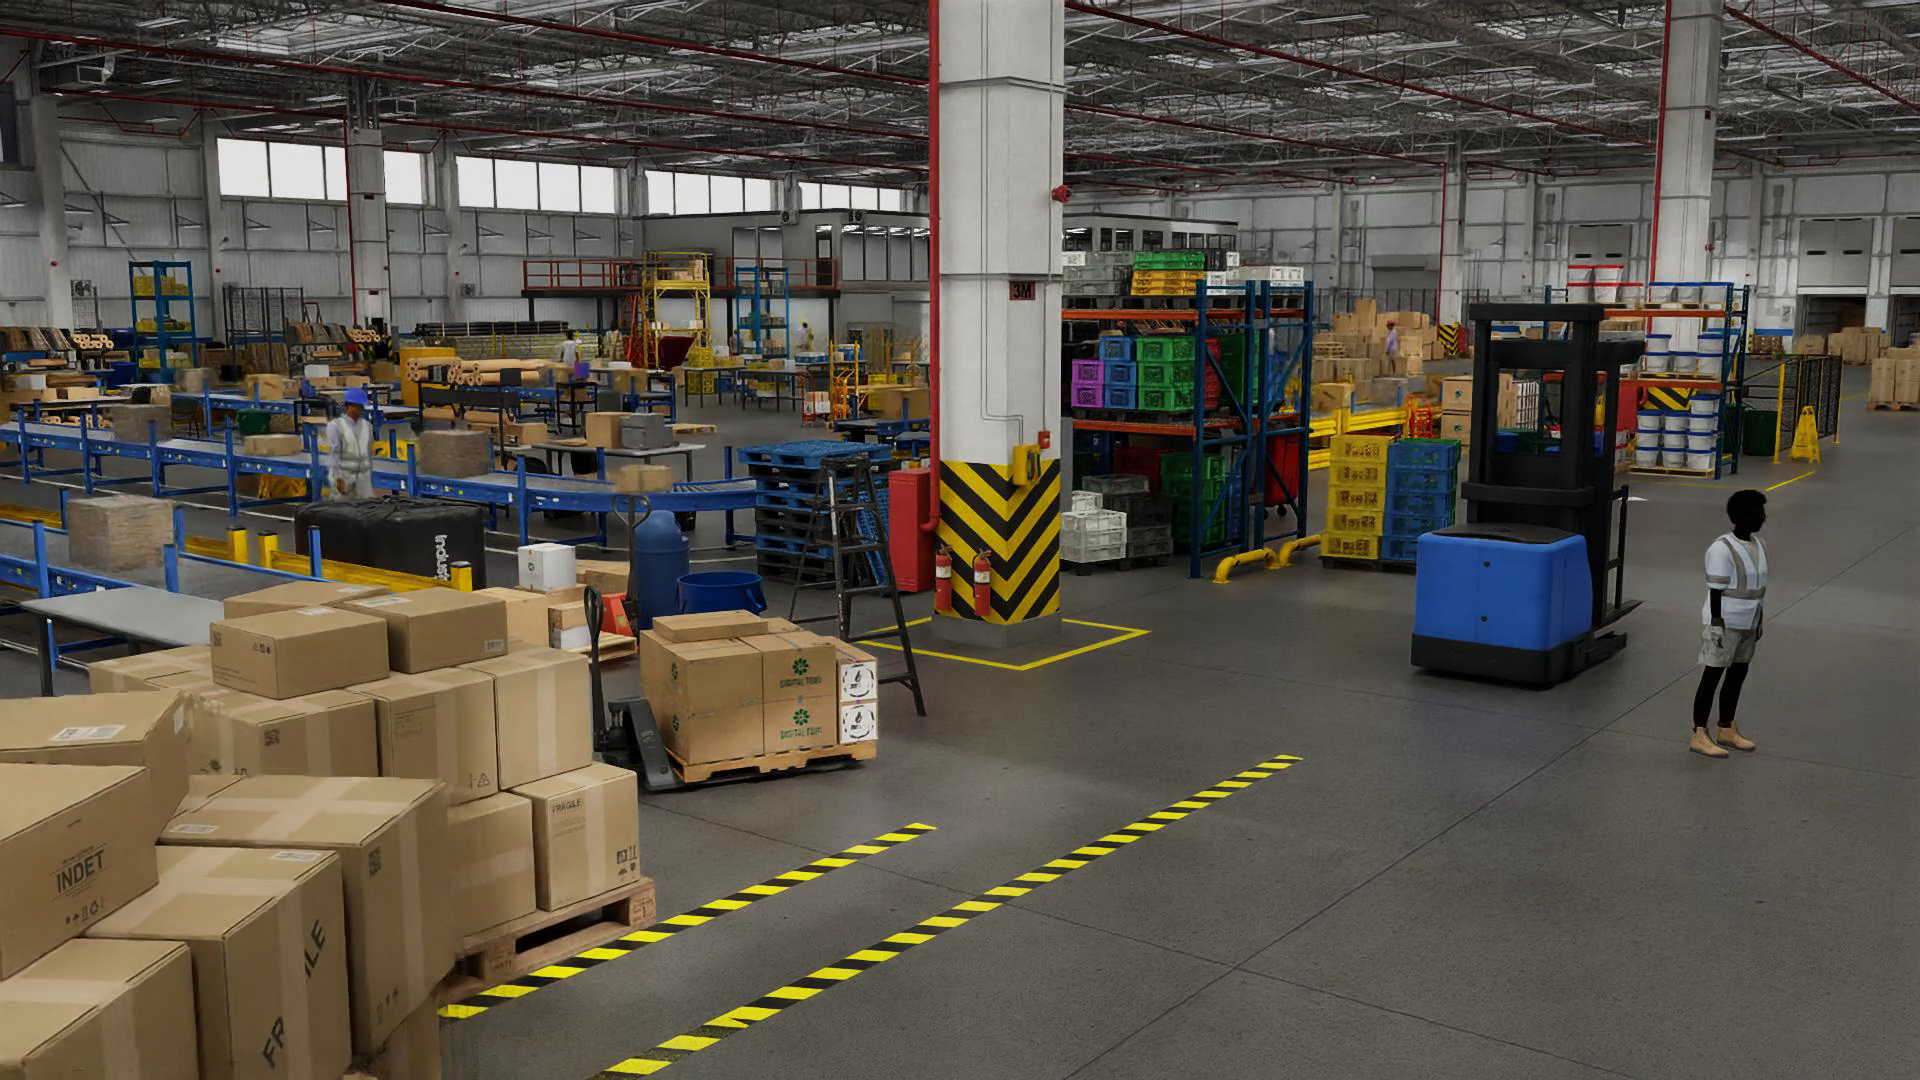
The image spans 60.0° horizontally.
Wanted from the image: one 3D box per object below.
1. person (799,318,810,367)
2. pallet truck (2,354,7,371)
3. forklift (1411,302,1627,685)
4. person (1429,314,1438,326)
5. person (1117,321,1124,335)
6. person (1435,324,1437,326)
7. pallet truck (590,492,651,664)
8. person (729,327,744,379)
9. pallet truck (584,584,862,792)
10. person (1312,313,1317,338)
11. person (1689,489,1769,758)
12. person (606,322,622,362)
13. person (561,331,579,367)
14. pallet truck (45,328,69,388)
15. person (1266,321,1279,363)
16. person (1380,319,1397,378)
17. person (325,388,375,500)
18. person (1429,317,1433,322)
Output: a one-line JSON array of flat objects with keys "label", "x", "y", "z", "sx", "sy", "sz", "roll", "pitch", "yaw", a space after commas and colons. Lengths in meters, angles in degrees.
[{"label": "person", "x": -6.056, "y": -7.709, "z": 65.092, "sx": 0.414, "sy": 1.913, "sz": 0.613, "roll": 7, "pitch": 11, "yaw": 38}, {"label": "pallet truck", "x": -24.881, "y": -4.417, "z": 42.634, "sx": 1.885, "sy": 1.965, "sz": 0.823, "roll": 8, "pitch": 11, "yaw": 41}, {"label": "forklift", "x": 4.379, "y": -0.438, "z": 12.852, "sx": 1.129, "sy": 2.768, "sz": 1.873, "roll": 7, "pitch": 11, "yaw": 37}, {"label": "person", "x": 22.453, "y": -9.737, "z": 78.747, "sx": 0.592, "sy": 1.922, "sz": 0.379, "roll": -5, "pitch": 10, "yaw": -30}, {"label": "person", "x": 5.609, "y": -6.739, "z": 58.497, "sx": 0.364, "sy": 1.936, "sz": 0.542, "roll": 5, "pitch": 10, "yaw": 31}, {"label": "person", "x": 22.402, "y": -9.532, "z": 77.498, "sx": 0.556, "sy": 1.879, "sz": 0.977, "roll": 8, "pitch": 12, "yaw": 43}, {"label": "pallet truck", "x": -3.115, "y": 0.344, "z": 12.883, "sx": 0.653, "sy": 1.274, "sz": 1.630, "roll": 7, "pitch": 11, "yaw": 37}, {"label": "person", "x": -7.521, "y": -6.292, "z": 56.086, "sx": 0.526, "sy": 1.761, "sz": 0.333, "roll": 1, "pitch": 8, "yaw": 5}, {"label": "pallet truck", "x": -1.426, "y": 0.805, "z": 10.019, "sx": 1.601, "sy": 1.201, "sz": 0.680, "roll": -4, "pitch": 9, "yaw": -26}, {"label": "person", "x": 17.632, "y": -10.420, "z": 83.391, "sx": 0.611, "sy": 1.919, "sz": 0.863, "roll": -6, "pitch": 10, "yaw": -33}, {"label": "person", "x": 4.848, "y": 0.518, "z": 10.416, "sx": 0.535, "sy": 1.694, "sz": 0.321, "roll": -5, "pitch": 10, "yaw": -32}, {"label": "person", "x": -12.555, "y": -6.980, "z": 60.362, "sx": 0.590, "sy": 1.869, "sz": 0.772, "roll": -2, "pitch": 9, "yaw": -12}, {"label": "person", "x": -11.163, "y": -5.069, "z": 47.590, "sx": 0.514, "sy": 1.835, "sz": 0.938, "roll": -2, "pitch": 9, "yaw": -12}, {"label": "pallet truck", "x": -23.775, "y": -4.544, "z": 43.495, "sx": 1.885, "sy": 1.965, "sz": 0.823, "roll": 6, "pitch": 10, "yaw": 35}, {"label": "person", "x": 11.293, "y": -6.998, "z": 60.370, "sx": 0.911, "sy": 1.909, "sz": 0.633, "roll": 4, "pitch": 9, "yaw": 26}, {"label": "person", "x": 14.561, "y": -6.459, "z": 56.361, "sx": 0.647, "sy": 2.010, "sz": 0.647, "roll": 0, "pitch": 8, "yaw": -2}, {"label": "person", "x": -6.447, "y": -0.666, "z": 17.716, "sx": 1.046, "sy": 1.879, "sz": 0.615, "roll": 7, "pitch": 11, "yaw": 37}, {"label": "person", "x": 22.814, "y": -9.929, "z": 80.691, "sx": 0.744, "sy": 1.736, "sz": 0.529, "roll": 0, "pitch": 8, "yaw": 3}]
